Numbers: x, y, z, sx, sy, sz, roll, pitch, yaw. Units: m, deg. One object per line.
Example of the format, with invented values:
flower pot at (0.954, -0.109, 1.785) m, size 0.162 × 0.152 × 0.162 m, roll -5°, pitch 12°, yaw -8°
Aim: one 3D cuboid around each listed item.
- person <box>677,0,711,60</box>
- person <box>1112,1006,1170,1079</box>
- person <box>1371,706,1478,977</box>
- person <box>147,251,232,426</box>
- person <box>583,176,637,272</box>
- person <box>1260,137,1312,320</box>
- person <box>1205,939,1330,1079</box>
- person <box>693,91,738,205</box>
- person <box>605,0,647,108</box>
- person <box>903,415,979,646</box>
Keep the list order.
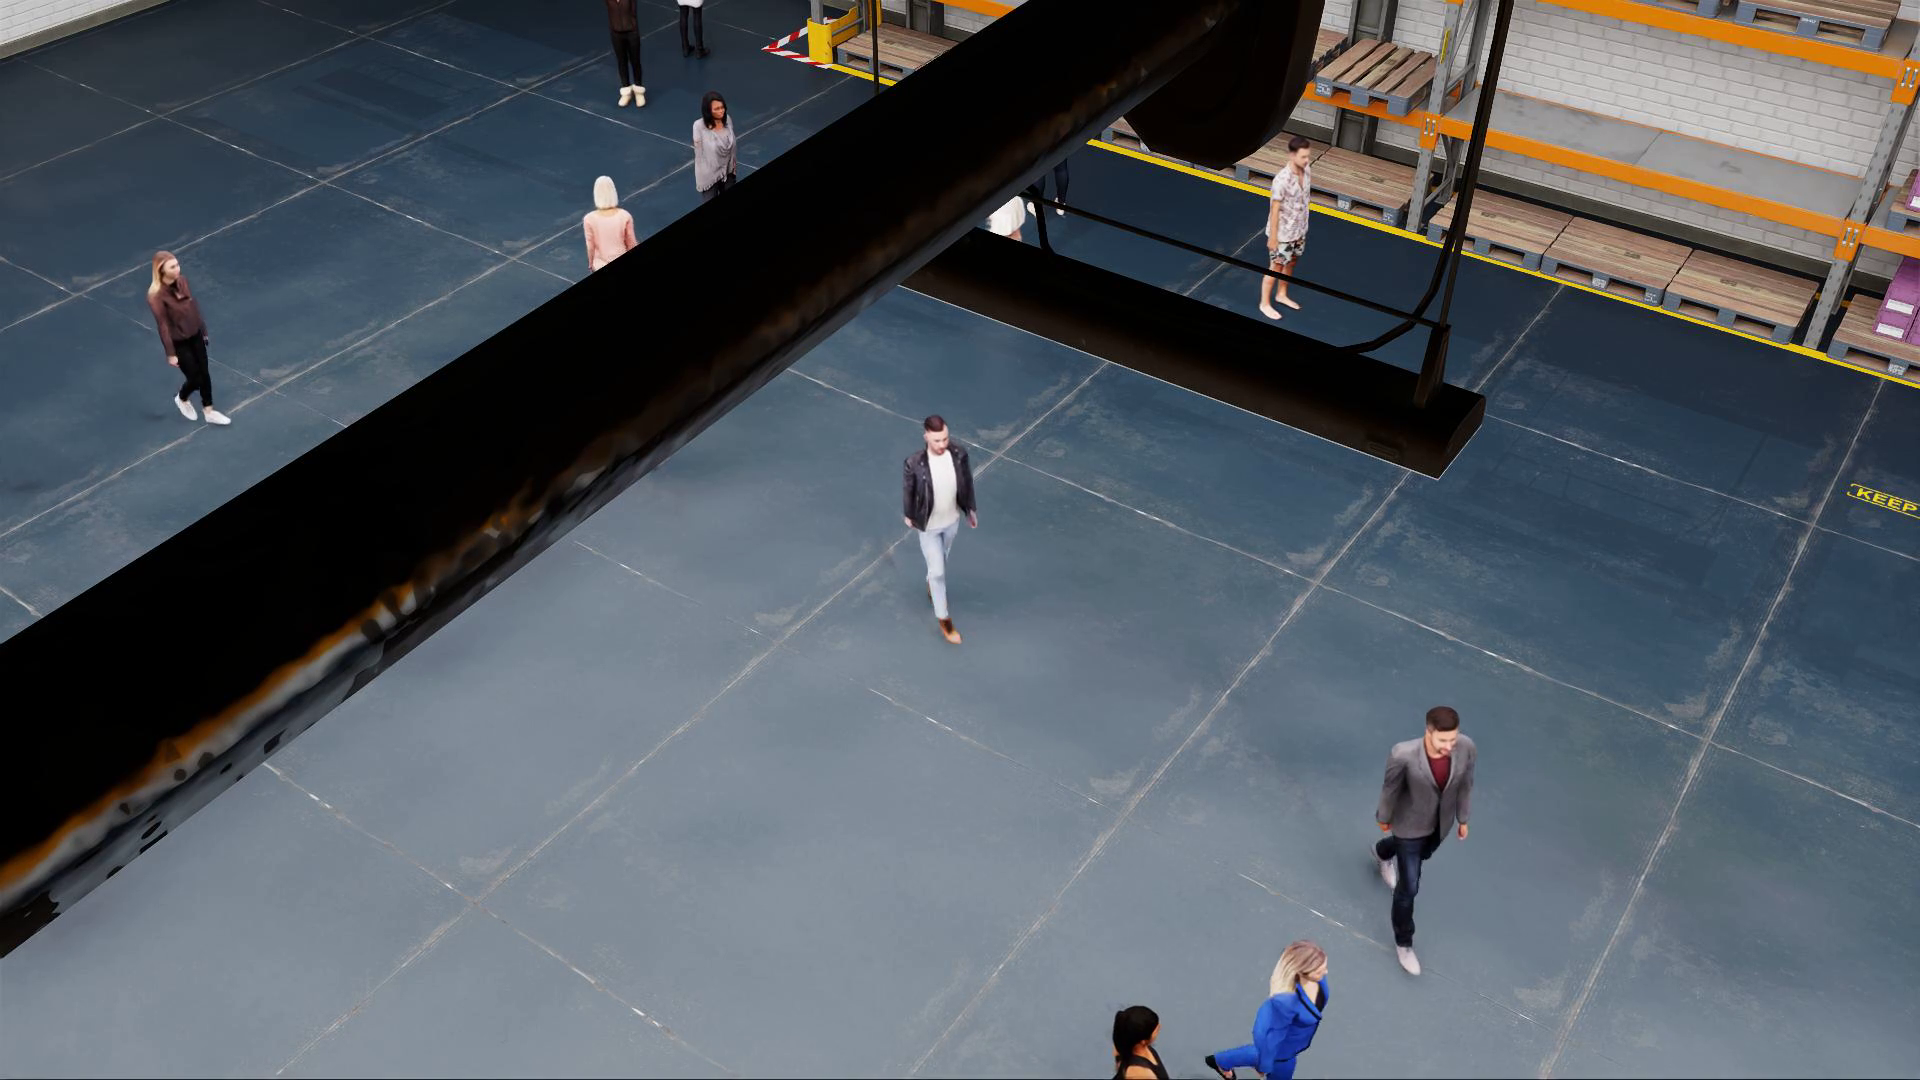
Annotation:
person at (-3.375, -6.881, 20.605) m, size 0.639 × 1.801 × 0.755 m, roll 9°, pitch 40°, yaw 11°
person at (0.868, 2.913, 8.455) m, size 0.723 × 1.660 × 0.634 m, roll -12°, pitch 40°, yaw -15°
person at (2.728, 1.617, 9.936) m, size 1.171 × 1.836 × 1.283 m, roll -10°, pitch 40°, yaw -12°
person at (-6.690, -1.707, 14.214) m, size 0.770 × 1.693 × 0.717 m, roll 12°, pitch 40°, yaw 14°
person at (-3.141, -2.451, 15.138) m, size 0.892 × 1.703 × 0.983 m, roll -12°, pitch 40°, yaw -14°
person at (3.081, -2.977, 15.709) m, size 0.708 × 1.811 × 0.628 m, roll -32°, pitch 48°, yaw -33°
person at (1.623, 2.603, 8.829) m, size 0.857 × 1.678 × 0.708 m, roll 16°, pitch 41°, yaw 19°
person at (-2.487, -3.810, 16.916) m, size 0.718 × 1.606 × 0.750 m, roll -26°, pitch 45°, yaw -29°
person at (-3.952, -5.983, 19.591) m, size 0.713 × 1.664 × 0.771 m, roll -12°, pitch 40°, yaw -14°
person at (-0.193, -0.205, 12.239) m, size 0.926 × 1.811 × 1.105 m, roll -19°, pitch 42°, yaw -22°
